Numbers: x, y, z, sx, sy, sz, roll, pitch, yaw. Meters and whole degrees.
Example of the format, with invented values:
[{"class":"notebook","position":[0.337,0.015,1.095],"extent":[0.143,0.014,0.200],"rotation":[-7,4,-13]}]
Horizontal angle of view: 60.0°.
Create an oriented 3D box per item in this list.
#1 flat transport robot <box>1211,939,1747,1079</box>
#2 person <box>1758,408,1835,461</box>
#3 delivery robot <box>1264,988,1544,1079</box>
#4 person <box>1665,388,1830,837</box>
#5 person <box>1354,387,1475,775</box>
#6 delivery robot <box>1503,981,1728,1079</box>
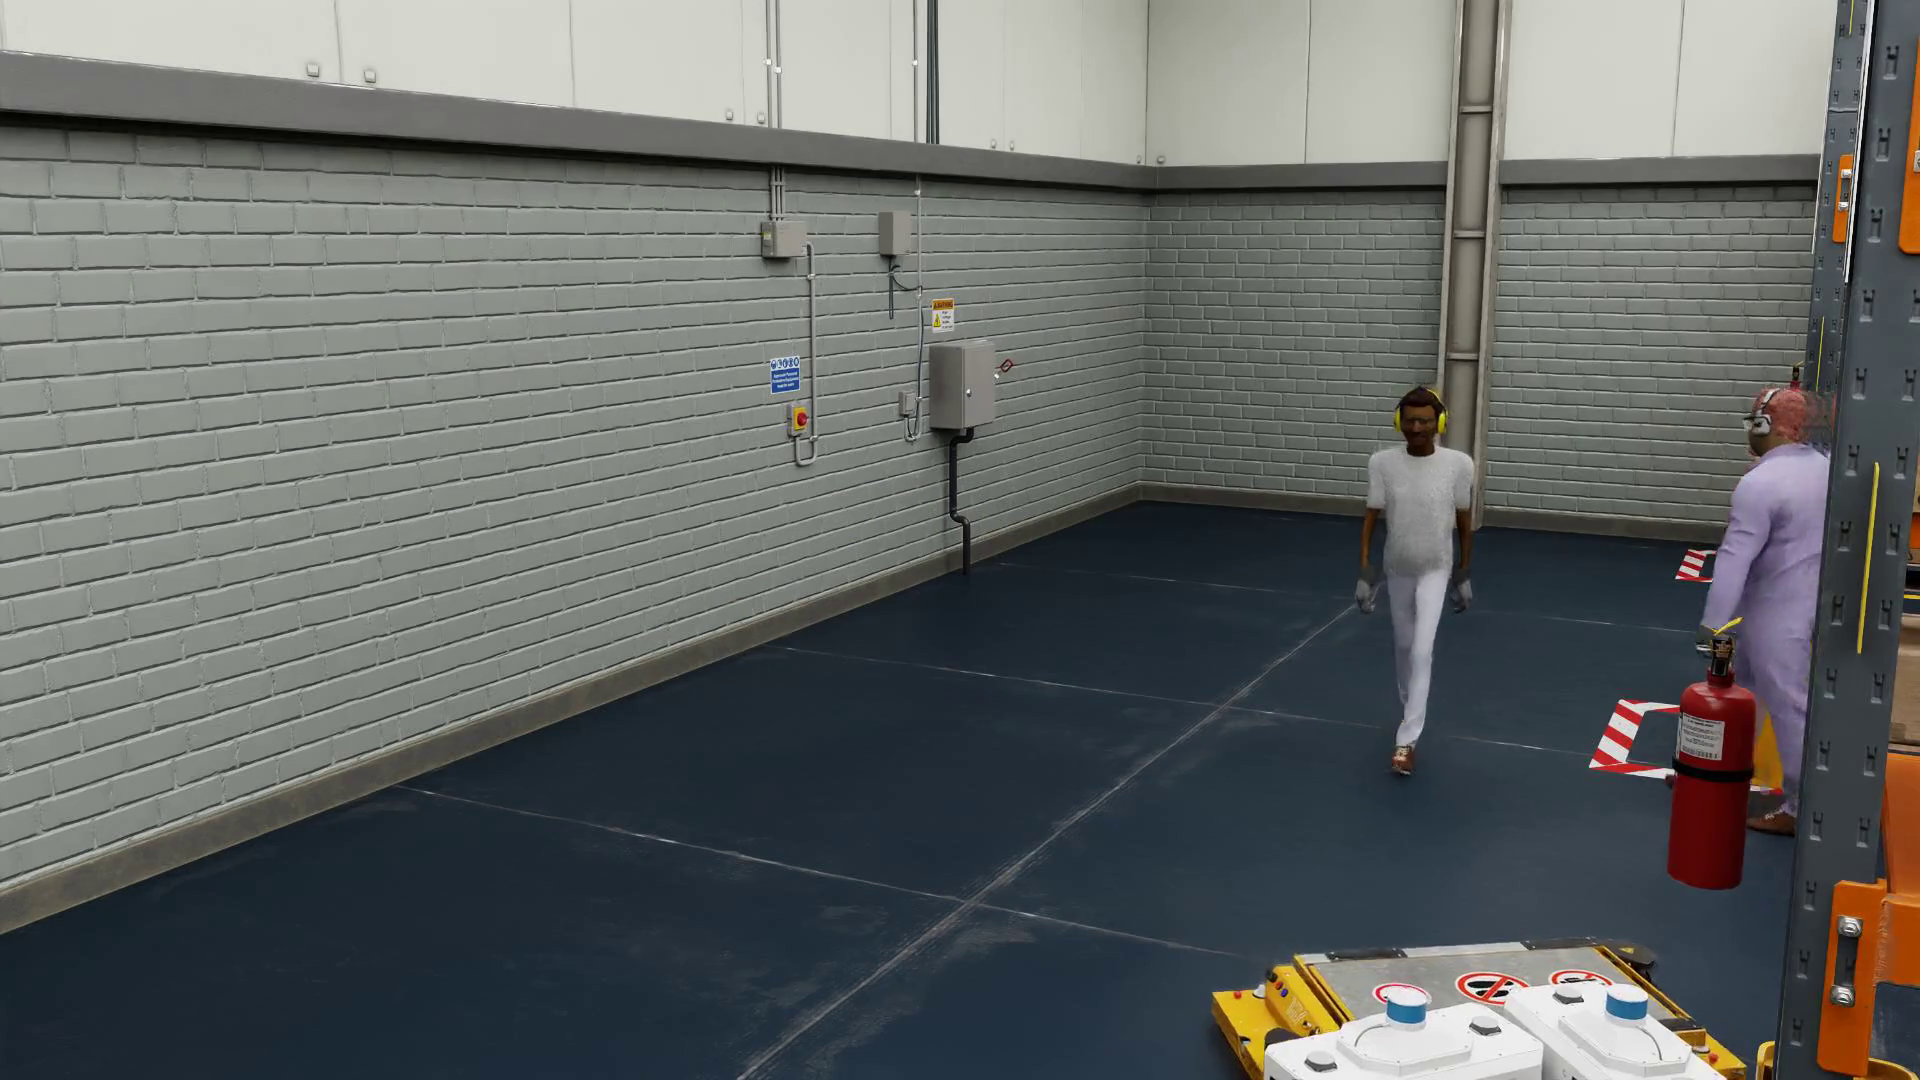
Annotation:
[{"class":"flat transport robot","position":[1.553,1.466,5.077],"extent":[1.431,0.197,0.652],"rotation":[-1,10,-8]},{"class":"person","position":[4.509,0.042,9.166],"extent":[0.576,1.614,0.547],"rotation":[-6,12,-30]},{"class":"delivery robot","position":[1.153,1.413,4.338],"extent":[0.707,0.478,0.477],"rotation":[-4,11,-22]},{"class":"person","position":[3.378,0.290,7.117],"extent":[0.749,1.863,0.871],"rotation":[-9,13,-39]},{"class":"person","position":[2.192,0.158,8.026],"extent":[0.522,1.814,0.999],"rotation":[5,11,23]},{"class":"delivery robot","position":[1.733,1.409,4.357],"extent":[0.477,0.478,0.707],"rotation":[-2,11,-12]}]
